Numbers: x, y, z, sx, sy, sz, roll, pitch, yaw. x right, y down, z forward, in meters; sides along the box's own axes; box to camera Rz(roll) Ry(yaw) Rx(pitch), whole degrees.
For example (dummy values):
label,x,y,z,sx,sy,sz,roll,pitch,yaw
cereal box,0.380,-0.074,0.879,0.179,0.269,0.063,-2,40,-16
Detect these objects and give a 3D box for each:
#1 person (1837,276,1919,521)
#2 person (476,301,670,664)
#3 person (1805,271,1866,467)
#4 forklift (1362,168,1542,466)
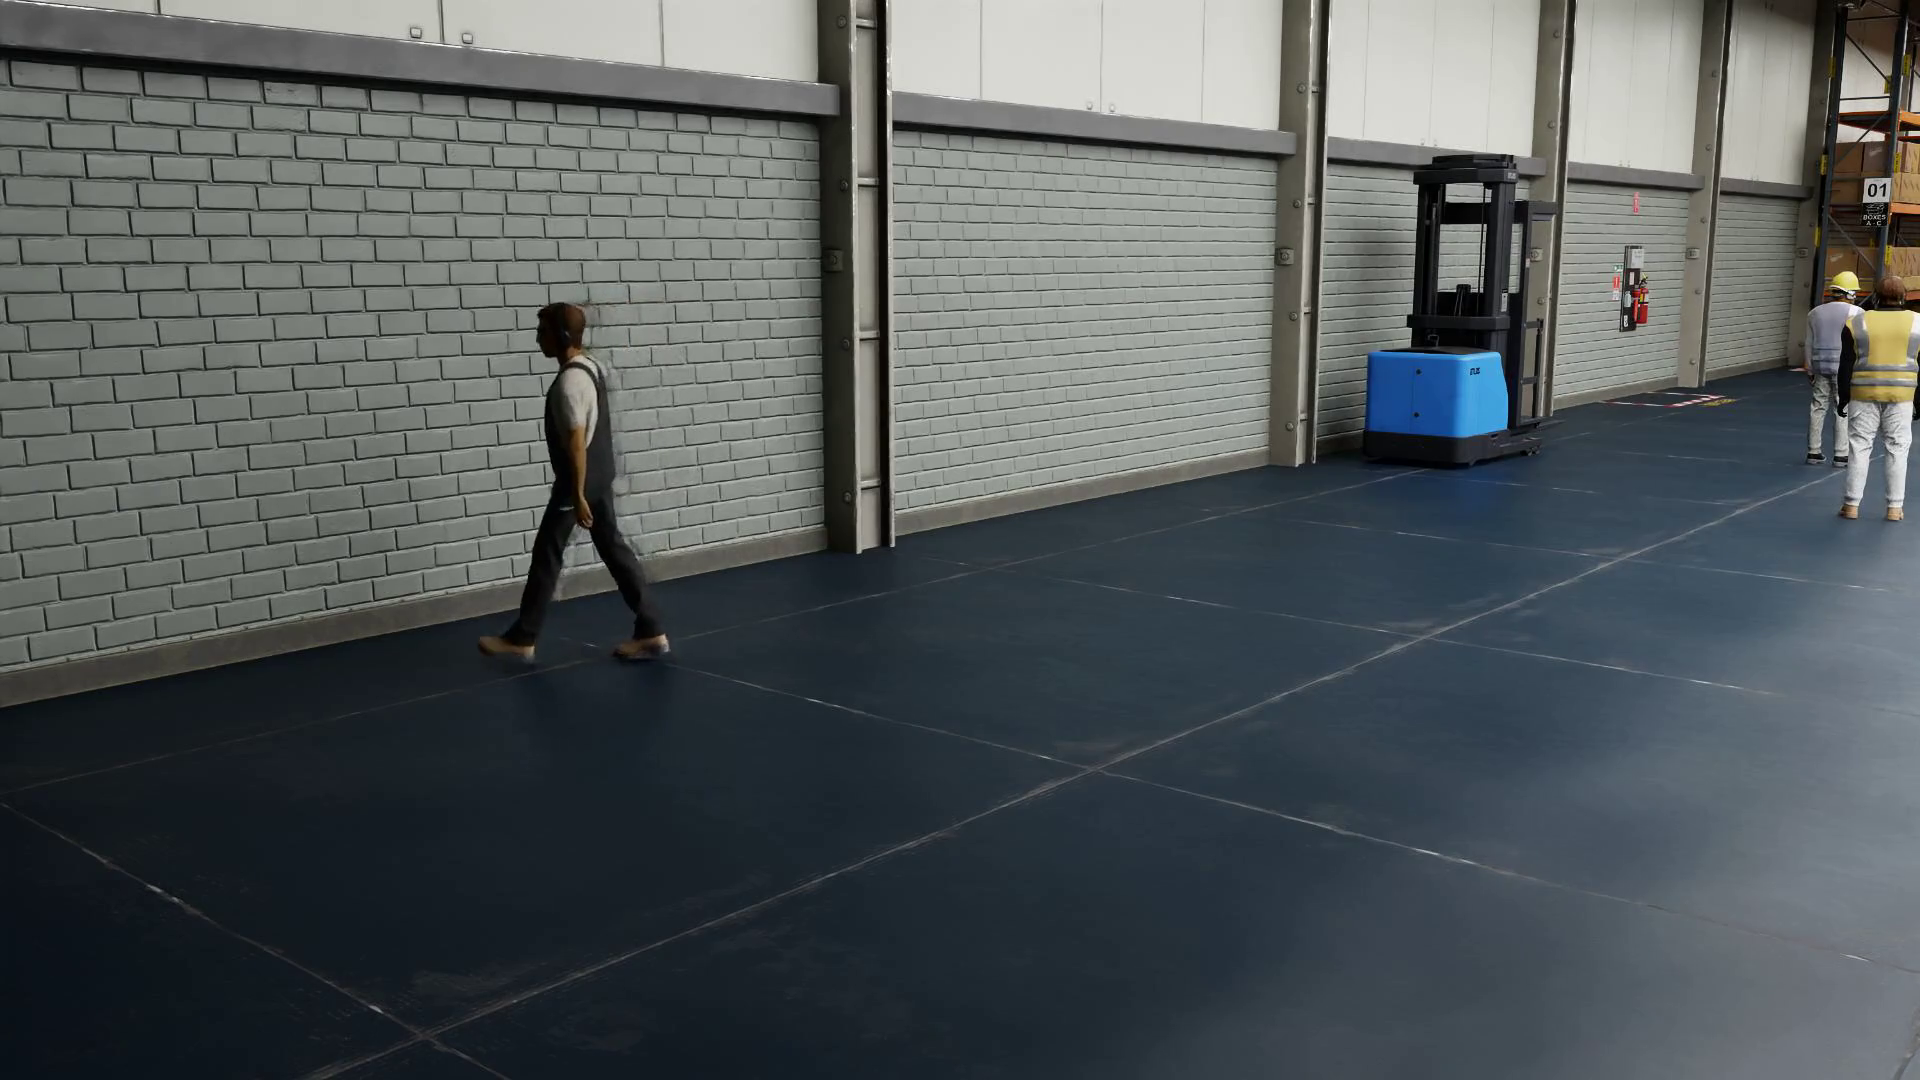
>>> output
label,x,y,z,sx,sy,sz,roll,pitch,yaw
person,7.014,-1.078,12.666,0.625,1.844,0.429,4,11,22
person,-1.905,-0.276,8.243,0.963,1.800,0.535,1,10,4
person,8.342,-1.627,15.812,0.404,1.832,0.599,-6,12,-31
forklift,4.875,-2.212,16.287,1.129,2.768,1.873,8,13,40
